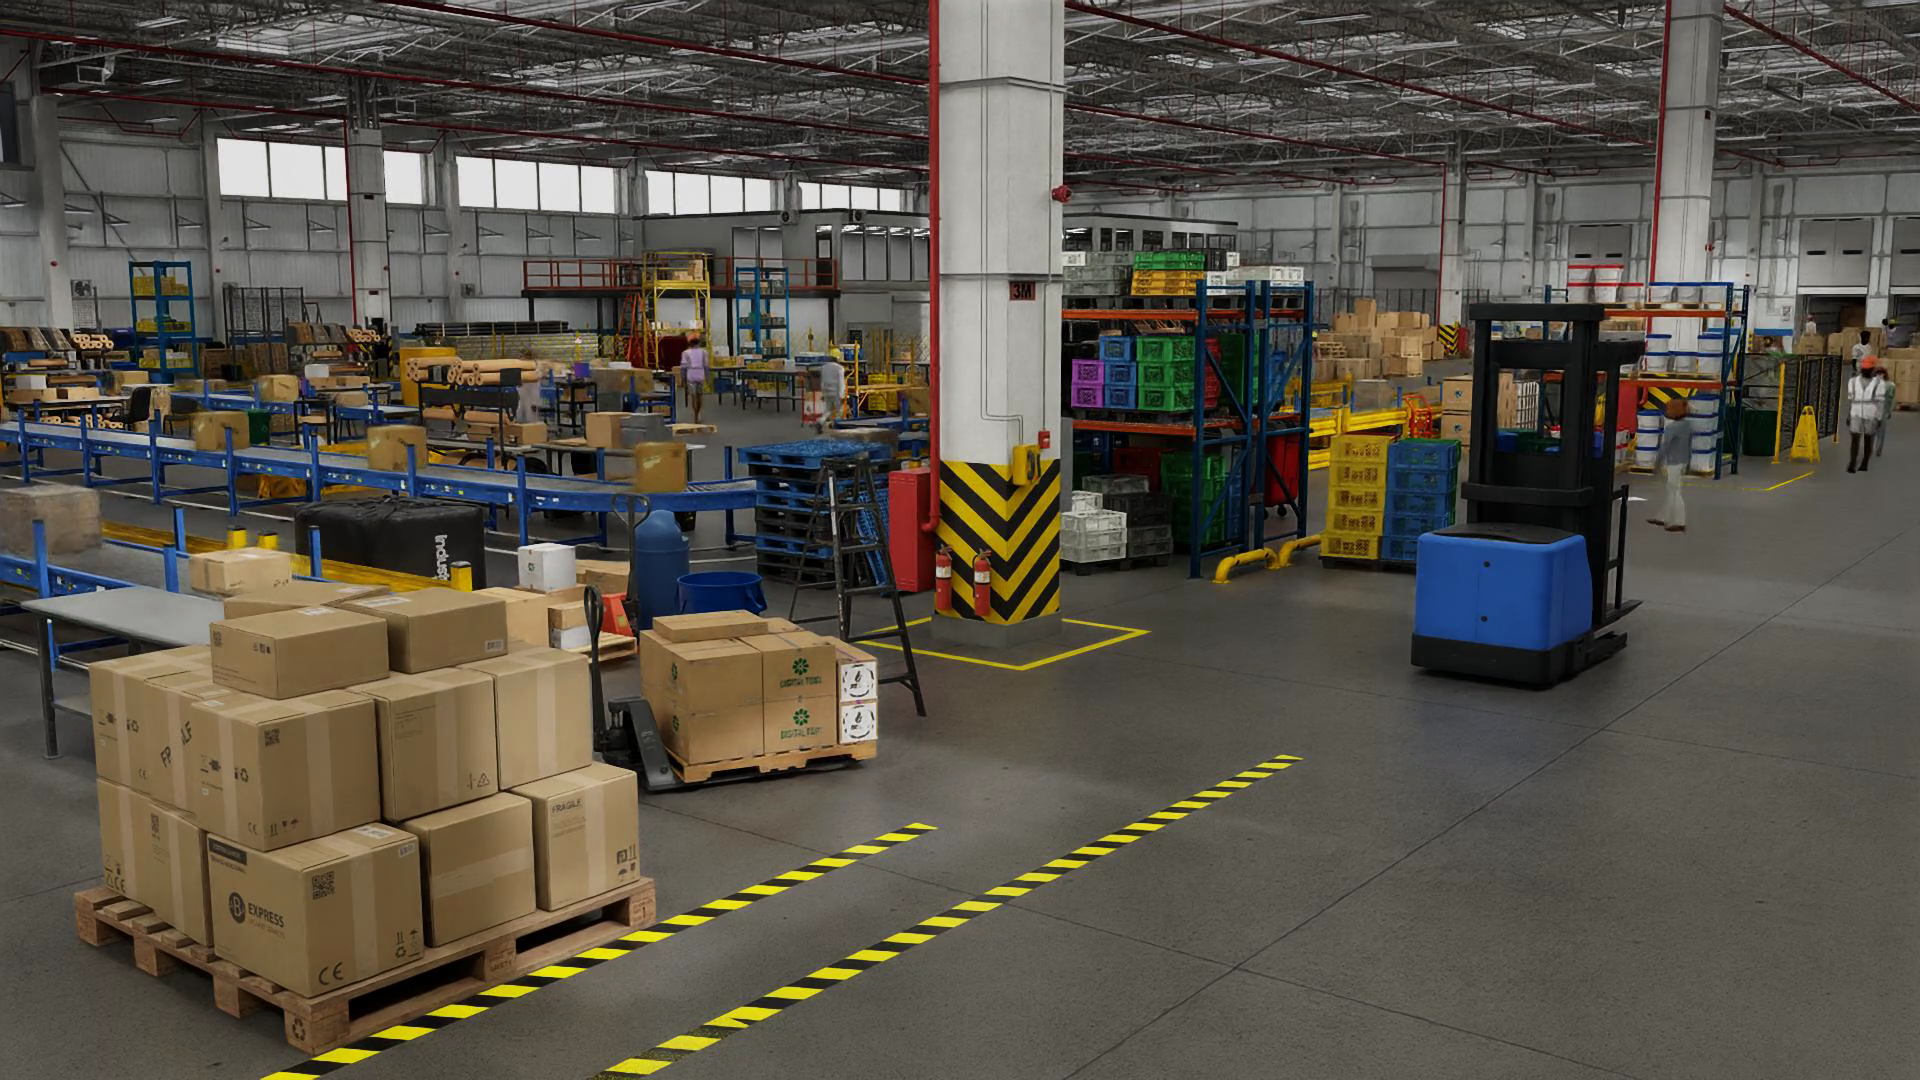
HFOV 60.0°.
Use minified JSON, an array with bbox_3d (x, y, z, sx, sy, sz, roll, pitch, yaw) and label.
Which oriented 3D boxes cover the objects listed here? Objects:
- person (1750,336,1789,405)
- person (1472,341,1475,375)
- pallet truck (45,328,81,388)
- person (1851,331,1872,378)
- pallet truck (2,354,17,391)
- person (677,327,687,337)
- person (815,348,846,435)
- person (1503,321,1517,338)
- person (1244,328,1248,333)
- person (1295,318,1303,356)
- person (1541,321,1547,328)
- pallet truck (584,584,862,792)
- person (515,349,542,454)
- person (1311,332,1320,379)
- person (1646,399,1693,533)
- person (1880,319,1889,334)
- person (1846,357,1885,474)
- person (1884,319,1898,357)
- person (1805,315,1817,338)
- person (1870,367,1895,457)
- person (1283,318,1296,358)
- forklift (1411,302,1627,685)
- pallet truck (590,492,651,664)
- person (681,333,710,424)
[{"bbox_3d":[21.086,-4.394,43.127,0.924,1.820,0.583,2,9,13],"label":"person"},{"bbox_3d":[17.137,-6.077,54.814,0.485,1.702,0.879,0,8,0],"label":"person"},{"bbox_3d":[-23.775,-4.544,43.495,1.885,1.965,0.823,6,10,35],"label":"pallet truck"},{"bbox_3d":[23.109,-4.391,42.639,0.617,1.953,0.391,-4,10,-28],"label":"person"},{"bbox_3d":[-24.881,-4.417,42.634,1.885,1.965,0.823,8,11,41],"label":"pallet truck"},{"bbox_3d":[-11.342,-8.032,67.609,0.705,1.820,0.526,6,10,33],"label":"person"},{"bbox_3d":[-2.580,-2.930,33.249,0.605,1.816,0.649,6,11,37],"label":"person"},{"bbox_3d":[25.687,-9.594,77.793,0.609,1.922,0.789,0,8,-1],"label":"person"},{"bbox_3d":[8.529,-5.442,49.953,0.957,1.887,0.586,7,11,41],"label":"person"},{"bbox_3d":[15.798,-9.523,77.630,0.591,1.835,0.970,-1,9,-8],"label":"person"},{"bbox_3d":[24.290,-8.249,69.038,0.431,1.836,0.619,-3,9,-19],"label":"person"},{"bbox_3d":[-1.426,0.805,10.019,1.601,1.201,0.680,-4,9,-26],"label":"pallet truck"},{"bbox_3d":[-7.809,-2.498,30.031,0.432,1.894,0.669,-7,11,-40],"label":"person"},{"bbox_3d":[10.375,-5.239,48.954,0.318,1.769,0.522,-8,12,-44],"label":"person"},{"bbox_3d":[8.599,-0.911,20.252,0.528,1.609,0.654,-7,11,-38],"label":"person"},{"bbox_3d":[38.765,-8.366,69.782,0.429,1.842,0.636,3,9,19],"label":"person"},{"bbox_3d":[14.584,-2.010,26.817,0.559,1.880,1.014,7,11,38],"label":"person"},{"bbox_3d":[36.056,-7.592,64.335,0.521,1.907,0.609,1,8,4],"label":"person"},{"bbox_3d":[36.668,-8.706,71.651,0.408,1.964,0.646,-2,9,-13],"label":"person"},{"bbox_3d":[16.273,-2.267,29.514,0.515,1.590,0.870,5,10,30],"label":"person"},{"bbox_3d":[14.690,-9.043,74.172,0.553,1.892,0.942,2,9,16],"label":"person"},{"bbox_3d":[4.379,-0.438,12.852,1.129,2.768,1.873,7,11,37],"label":"forklift"},{"bbox_3d":[-3.115,0.344,12.883,0.653,1.274,1.630,7,11,37],"label":"pallet truck"},{"bbox_3d":[-5.971,-3.615,37.224,0.624,1.993,1.016,-4,9,-26],"label":"person"}]
